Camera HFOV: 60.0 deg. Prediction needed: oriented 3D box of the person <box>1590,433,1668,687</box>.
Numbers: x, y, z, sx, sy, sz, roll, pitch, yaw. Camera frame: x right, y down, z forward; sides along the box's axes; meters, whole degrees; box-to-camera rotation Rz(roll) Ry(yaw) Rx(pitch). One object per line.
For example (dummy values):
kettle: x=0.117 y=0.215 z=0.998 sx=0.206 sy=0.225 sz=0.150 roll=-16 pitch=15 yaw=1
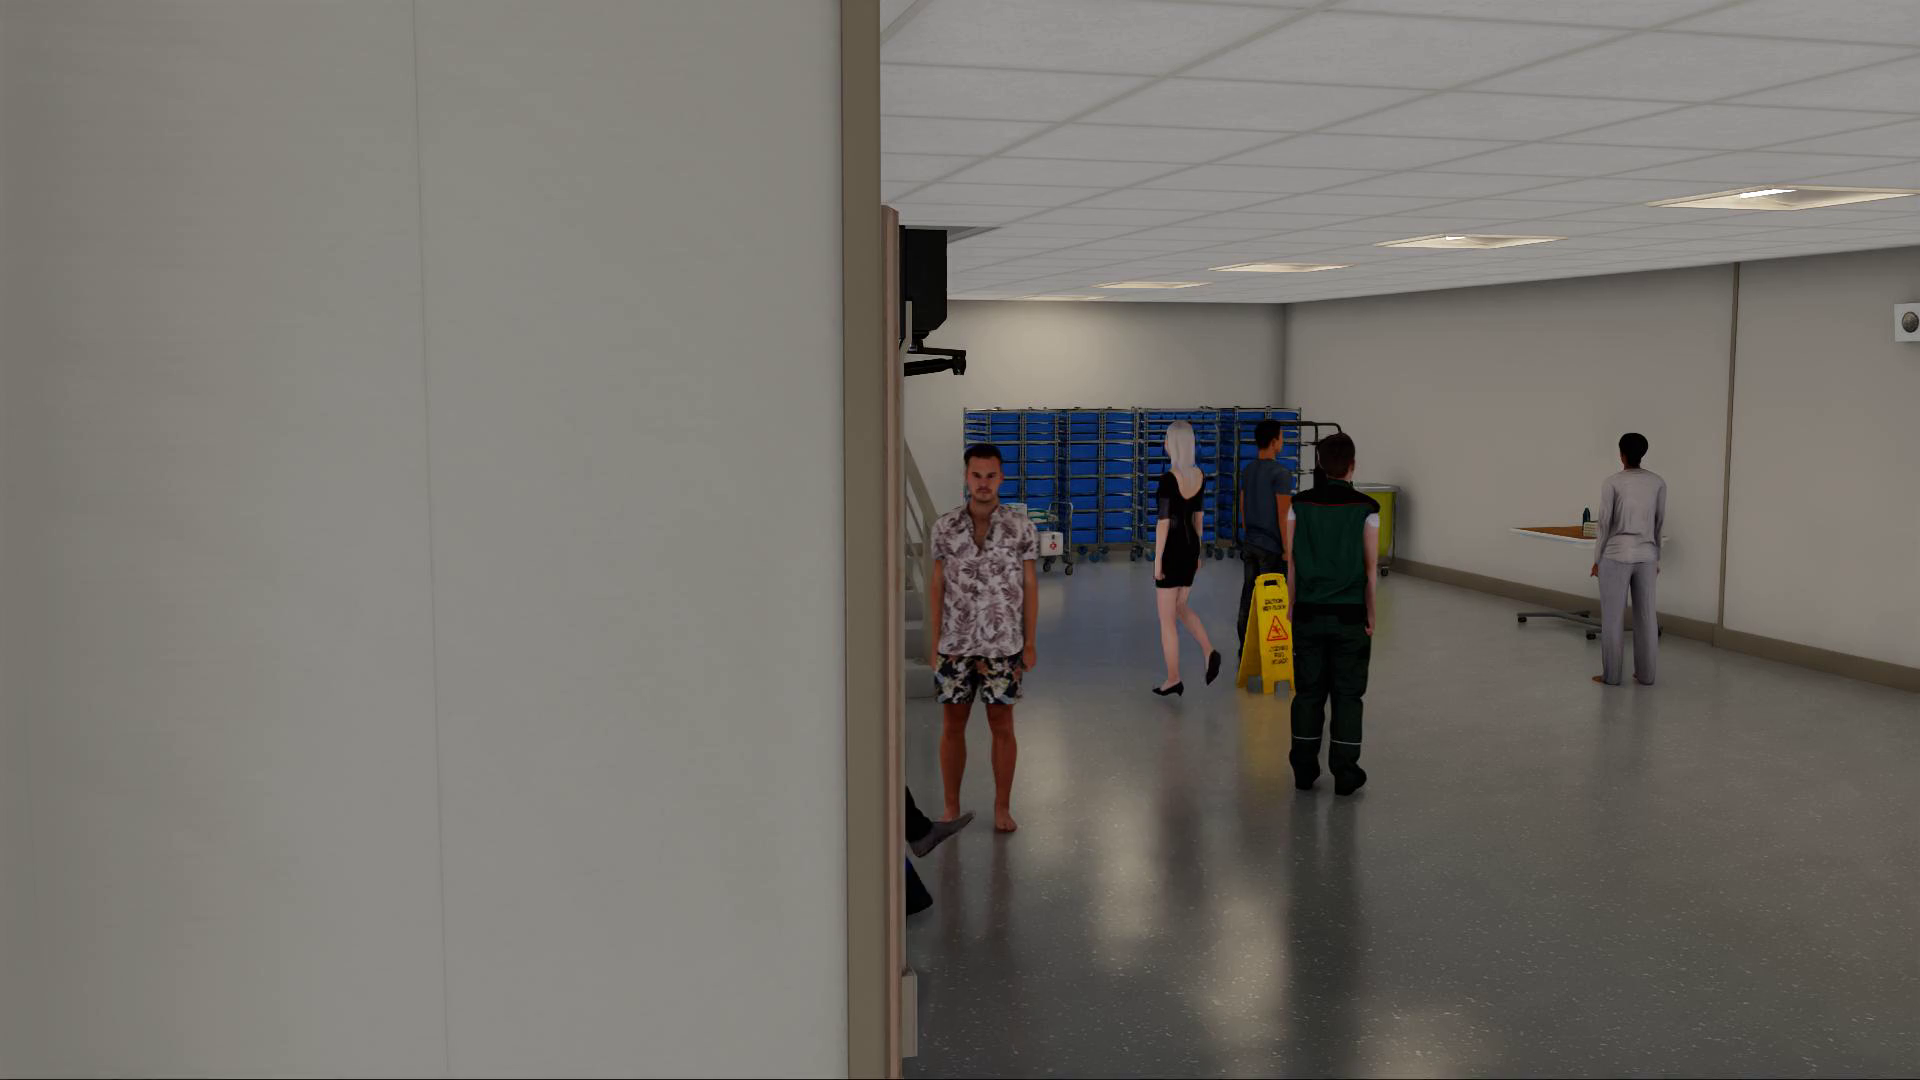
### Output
person: x=4.615 y=0.124 z=11.462 sx=0.676 sy=1.737 sz=0.598 roll=0 pitch=6 yaw=-4

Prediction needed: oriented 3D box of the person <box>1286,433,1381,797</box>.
person: x=1.900 y=0.364 z=8.526 sx=0.724 sy=1.842 sz=0.772 roll=3 pitch=6 yaw=26

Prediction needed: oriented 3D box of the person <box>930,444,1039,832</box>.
person: x=0.093 y=0.448 z=7.854 sx=0.744 sy=1.814 sz=0.718 roll=1 pitch=6 yaw=7

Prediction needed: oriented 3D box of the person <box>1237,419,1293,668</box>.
person: x=2.198 y=0.034 z=11.991 sx=0.752 sy=1.810 sz=0.555 roll=-3 pitch=6 yaw=-28

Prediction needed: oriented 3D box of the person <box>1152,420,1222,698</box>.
person: x=1.507 y=0.143 z=10.868 sx=0.781 sy=1.817 sz=0.873 roll=-6 pitch=8 yaw=-44

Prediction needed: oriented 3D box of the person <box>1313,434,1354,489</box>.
person: x=3.017 y=-0.038 z=13.808 sx=0.867 sy=1.588 sz=1.054 roll=-4 pitch=7 yaw=-34
